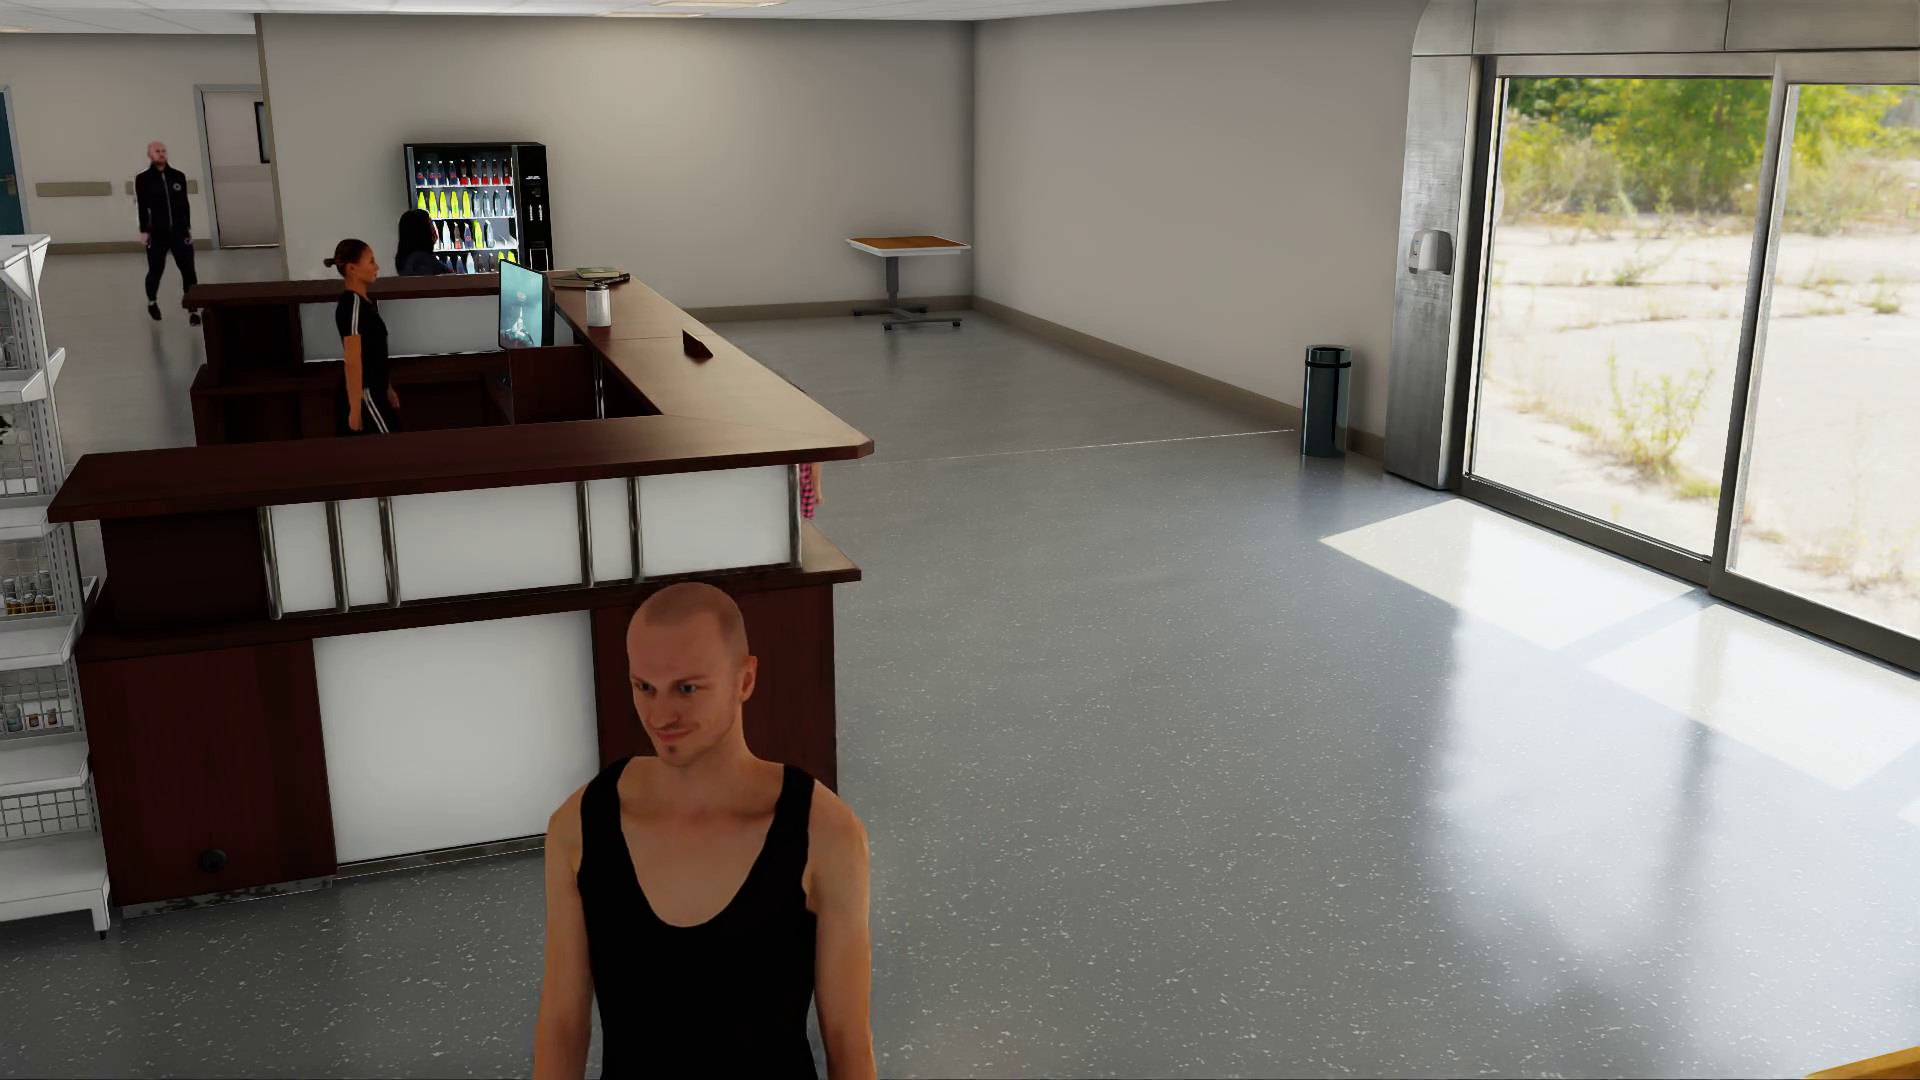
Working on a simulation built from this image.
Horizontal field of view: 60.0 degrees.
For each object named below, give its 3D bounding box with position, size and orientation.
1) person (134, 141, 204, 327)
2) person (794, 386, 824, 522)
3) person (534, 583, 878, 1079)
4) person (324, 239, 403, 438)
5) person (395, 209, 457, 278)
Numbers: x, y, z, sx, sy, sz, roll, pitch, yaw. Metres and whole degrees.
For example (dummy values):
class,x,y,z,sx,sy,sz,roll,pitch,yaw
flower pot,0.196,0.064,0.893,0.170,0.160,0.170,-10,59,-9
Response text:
class,x,y,z,sx,sy,sz,roll,pitch,yaw
person,-7.940,-3.023,16.562,1.254,1.796,1.058,-13,20,-39
person,-0.820,-0.273,8.263,0.689,1.008,0.531,-4,16,-14
person,-0.368,0.923,2.570,1.049,1.793,1.004,2,16,8
person,-3.205,-0.716,8.682,1.086,1.633,0.582,-6,17,-20
person,-3.680,-1.430,11.321,1.131,1.574,0.908,-14,21,-41
